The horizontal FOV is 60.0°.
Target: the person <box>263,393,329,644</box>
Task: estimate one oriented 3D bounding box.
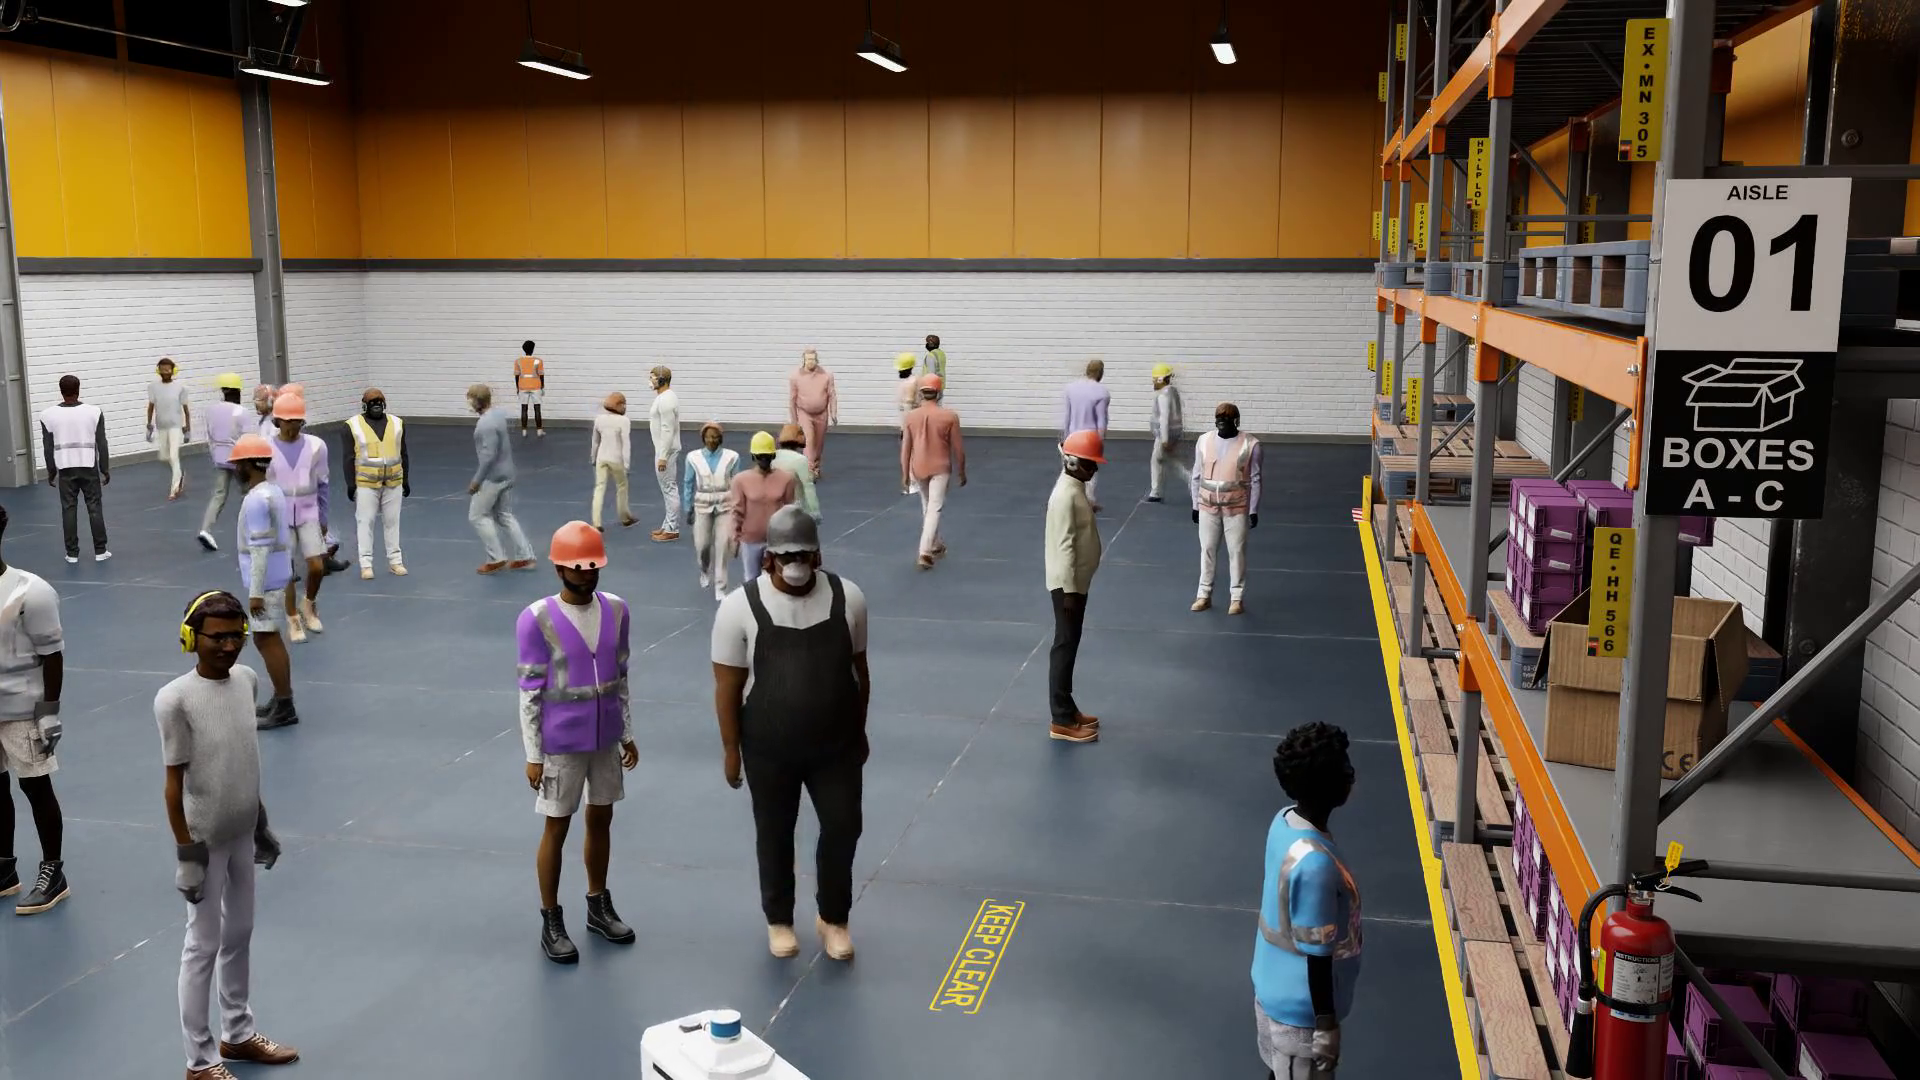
[{"bbox_3d":[-5.322,-0.169,13.283,0.606,2.021,0.433,-6,11,-30],"label":"person"}]

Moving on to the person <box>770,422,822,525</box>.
[{"bbox_3d":[-1.493,-0.268,15.115,0.595,1.608,0.549,-7,12,-36],"label":"person"}]

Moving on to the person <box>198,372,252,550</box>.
[{"bbox_3d":[-7.830,-0.842,17.770,0.583,1.892,0.921,2,10,14],"label":"person"}]

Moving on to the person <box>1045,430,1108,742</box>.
[{"bbox_3d":[0.740,0.283,10.678,0.393,1.985,0.611,1,10,8],"label":"person"}]

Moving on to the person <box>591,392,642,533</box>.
[{"bbox_3d":[-3.939,-0.880,18.856,0.612,1.574,0.841,4,10,22],"label":"person"}]

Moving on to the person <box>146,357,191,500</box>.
[{"bbox_3d":[-10.281,-1.467,21.656,0.527,1.845,0.761,-1,9,-4],"label":"person"}]

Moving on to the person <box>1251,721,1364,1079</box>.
[{"bbox_3d":[1.040,1.371,4.978,0.317,1.700,0.539,0,9,0],"label":"person"}]

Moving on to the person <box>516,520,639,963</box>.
[{"bbox_3d":[-1.648,0.868,7.294,0.551,1.935,0.375,-9,13,-44],"label":"person"}]

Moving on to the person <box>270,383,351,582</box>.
[{"bbox_3d":[-6.263,-0.545,15.909,0.877,1.899,0.563,-5,11,-28],"label":"person"}]

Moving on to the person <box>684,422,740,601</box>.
[{"bbox_3d":[-2.240,-0.275,15.130,0.518,1.623,0.494,-1,10,-9],"label":"person"}]

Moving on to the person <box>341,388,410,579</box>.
[{"bbox_3d":[-5.640,-0.551,16.129,0.633,1.842,0.429,-7,12,-37],"label":"person"}]

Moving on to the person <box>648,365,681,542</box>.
[{"bbox_3d":[-3.240,-0.948,18.231,0.372,1.940,0.631,-2,10,-11],"label":"person"}]

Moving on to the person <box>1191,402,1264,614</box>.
[{"bbox_3d":[2.302,-0.276,14.478,0.619,1.845,0.430,5,10,25],"label":"person"}]

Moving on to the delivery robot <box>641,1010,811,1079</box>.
[{"bbox_3d":[-0.774,1.805,5.522,0.477,0.478,0.707,-7,12,-36],"label":"delivery robot"}]

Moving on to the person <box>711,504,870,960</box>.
[{"bbox_3d":[-0.699,0.835,7.183,0.702,2.000,0.627,-3,10,-16],"label":"person"}]

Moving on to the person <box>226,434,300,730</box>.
[{"bbox_3d":[-4.593,0.280,10.959,0.398,1.921,0.631,-2,10,-10],"label":"person"}]

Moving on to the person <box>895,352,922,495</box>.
[{"bbox_3d":[-0.666,-1.542,21.990,0.351,1.888,0.748,0,9,1],"label":"person"}]

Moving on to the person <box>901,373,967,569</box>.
[{"bbox_3d":[-0.283,-0.706,16.777,0.615,1.947,1.038,4,10,23],"label":"person"}]

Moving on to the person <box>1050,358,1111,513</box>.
[{"bbox_3d":[1.450,-1.226,20.017,0.678,1.903,0.778,8,12,40],"label":"person"}]

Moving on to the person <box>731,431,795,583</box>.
[{"bbox_3d":[-1.580,-0.027,13.327,0.526,1.731,0.815,-2,10,-13],"label":"person"}]

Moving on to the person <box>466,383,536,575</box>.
[{"bbox_3d":[-4.460,-0.586,16.187,0.628,1.894,0.659,-1,10,-9],"label":"person"}]

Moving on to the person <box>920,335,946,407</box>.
[{"bbox_3d":[-0.465,-2.567,28.278,0.429,1.844,0.627,3,10,17],"label":"person"}]

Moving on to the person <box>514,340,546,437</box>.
[{"bbox_3d":[-7.573,-2.664,29.295,0.537,1.695,0.320,0,9,0],"label":"person"}]

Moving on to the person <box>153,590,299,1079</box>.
[{"bbox_3d":[-2.700,1.103,6.125,0.334,1.859,0.521,2,10,13],"label":"person"}]

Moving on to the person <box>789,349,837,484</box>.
[{"bbox_3d":[-2.056,-1.743,23.264,0.636,1.867,0.985,-3,10,-16],"label":"person"}]

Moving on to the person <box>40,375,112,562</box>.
[{"bbox_3d":[-8.999,-0.724,16.957,0.591,1.916,0.393,-4,10,-24],"label":"person"}]

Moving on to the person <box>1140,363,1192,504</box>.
[{"bbox_3d":[2.700,-1.341,21.031,0.710,1.800,0.627,4,10,23],"label":"person"}]

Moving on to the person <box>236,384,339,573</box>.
[{"bbox_3d":[-6.700,-0.618,16.481,0.896,1.871,0.646,-8,12,-38],"label":"person"}]

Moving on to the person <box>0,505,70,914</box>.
[{"bbox_3d":[-4.477,0.774,7.775,0.613,1.963,0.362,2,10,14],"label":"person"}]
